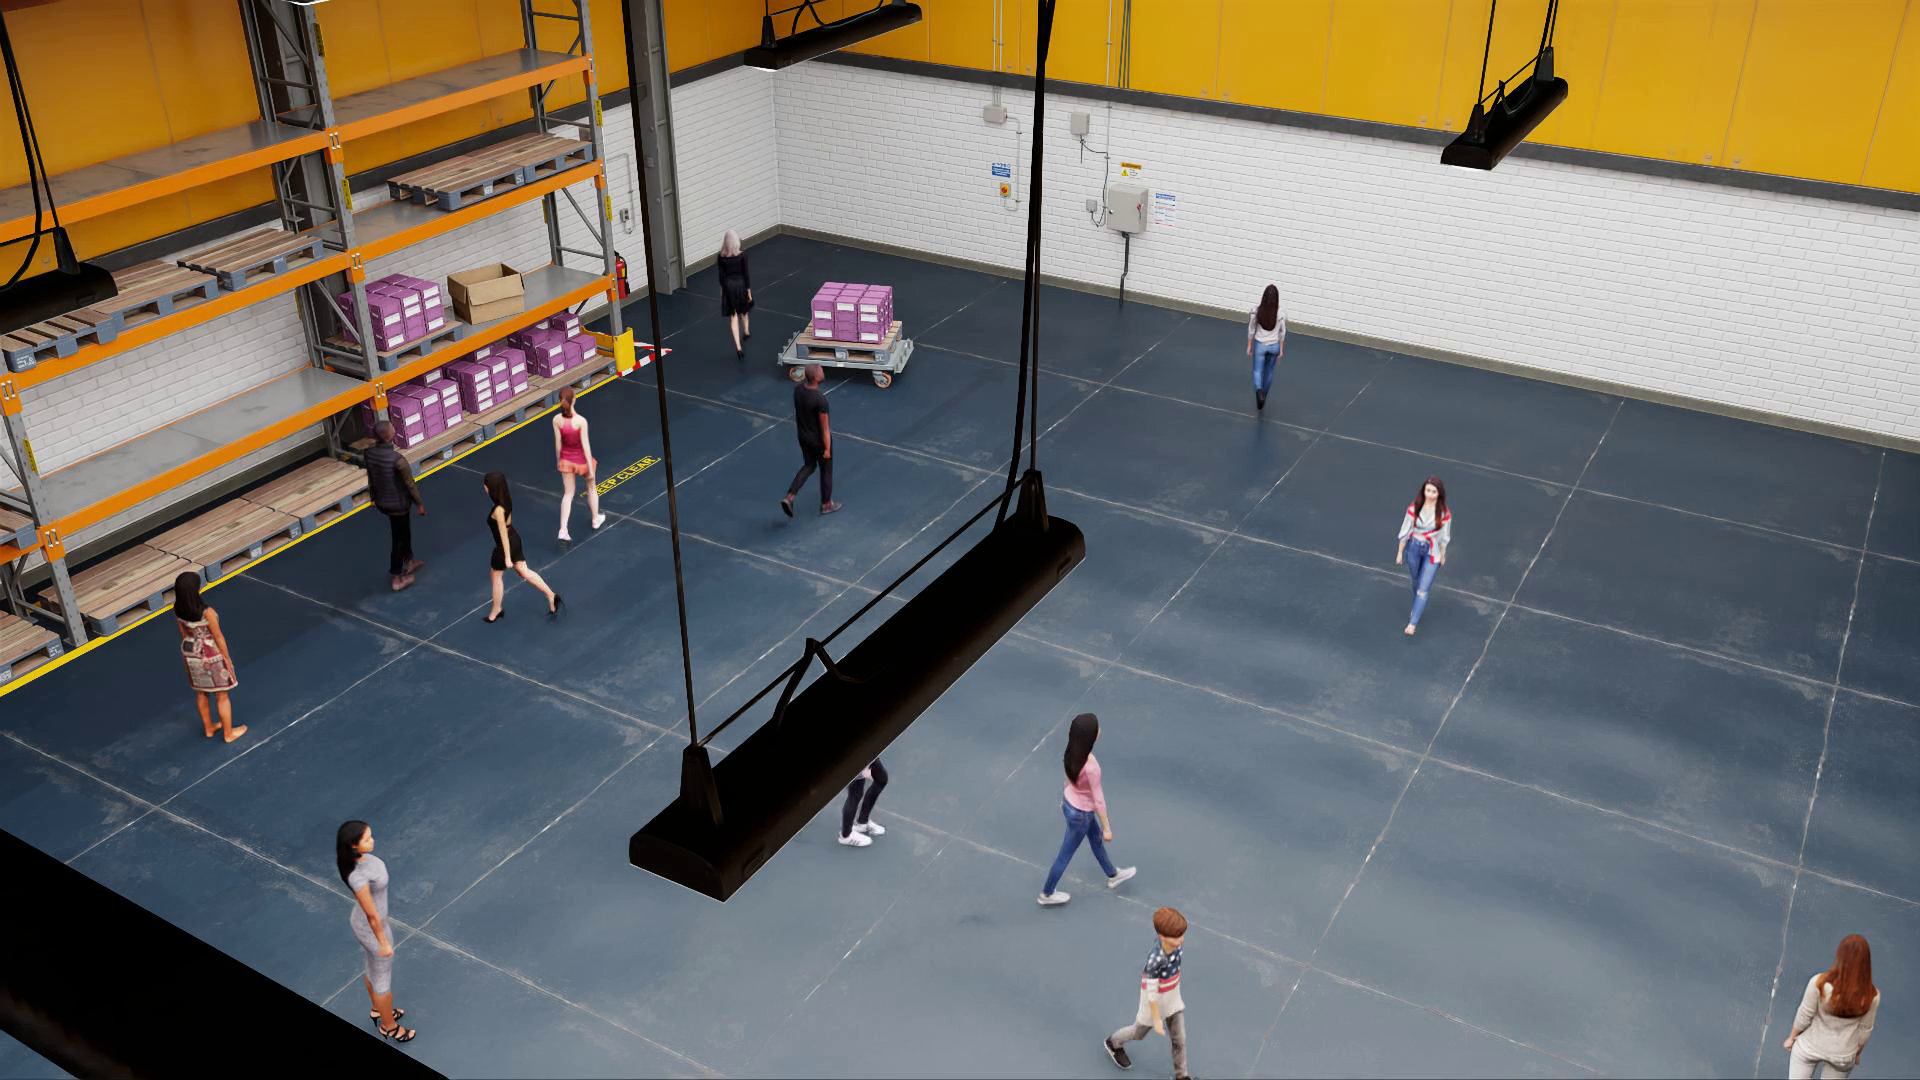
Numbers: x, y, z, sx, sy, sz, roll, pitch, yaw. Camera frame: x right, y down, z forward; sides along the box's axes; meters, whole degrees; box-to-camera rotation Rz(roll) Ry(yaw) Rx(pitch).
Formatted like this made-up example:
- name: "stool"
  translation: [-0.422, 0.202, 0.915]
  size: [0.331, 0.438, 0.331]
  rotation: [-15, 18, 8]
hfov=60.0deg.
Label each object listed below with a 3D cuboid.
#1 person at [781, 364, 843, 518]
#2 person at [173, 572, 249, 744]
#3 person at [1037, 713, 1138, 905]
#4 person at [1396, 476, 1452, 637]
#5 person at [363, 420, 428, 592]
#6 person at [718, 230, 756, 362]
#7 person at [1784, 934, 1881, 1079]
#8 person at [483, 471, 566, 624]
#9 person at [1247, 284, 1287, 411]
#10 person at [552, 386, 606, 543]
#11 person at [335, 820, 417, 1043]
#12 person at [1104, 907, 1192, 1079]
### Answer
- name: "person"
  translation: [-1.637, -1.045, 17.983]
  size: [1.083, 1.804, 0.830]
  rotation: [-25, 37, -38]
- name: "person"
  translation: [-6.538, 1.008, 14.388]
  size: [0.703, 1.644, 0.621]
  rotation: [7, 29, 13]
- name: "person"
  translation: [0.808, 2.052, 12.406]
  size: [1.099, 1.709, 1.023]
  rotation: [-8, 30, -15]
- name: "person"
  translation: [4.515, 0.091, 16.140]
  size: [0.610, 1.575, 1.003]
  rotation: [15, 32, 25]
- name: "person"
  translation: [-5.726, -0.315, 16.629]
  size: [0.713, 1.819, 0.744]
  rotation: [15, 32, 26]
- name: "person"
  translation: [-2.981, -3.217, 22.060]
  size: [0.918, 1.714, 1.137]
  rotation: [1, 29, 2]
- name: "person"
  translation: [5.400, 3.165, 10.365]
  size: [0.636, 1.709, 0.617]
  rotation: [9, 30, 16]
- name: "person"
  translation: [-4.281, 0.093, 16.092]
  size: [1.000, 1.618, 1.057]
  rotation: [-1, 29, -2]
- name: "person"
  translation: [3.796, -2.340, 20.557]
  size: [0.834, 1.614, 0.990]
  rotation: [2, 29, 4]
- name: "person"
  translation: [-4.094, -0.774, 17.569]
  size: [0.813, 1.725, 1.108]
  rotation: [4, 29, 8]
- name: "person"
  translation: [-3.981, 2.644, 11.245]
  size: [0.680, 1.780, 0.664]
  rotation: [-15, 32, -25]
- name: "person"
  translation: [1.259, 3.003, 10.973]
  size: [0.747, 1.412, 0.962]
  rotation: [25, 37, 38]
